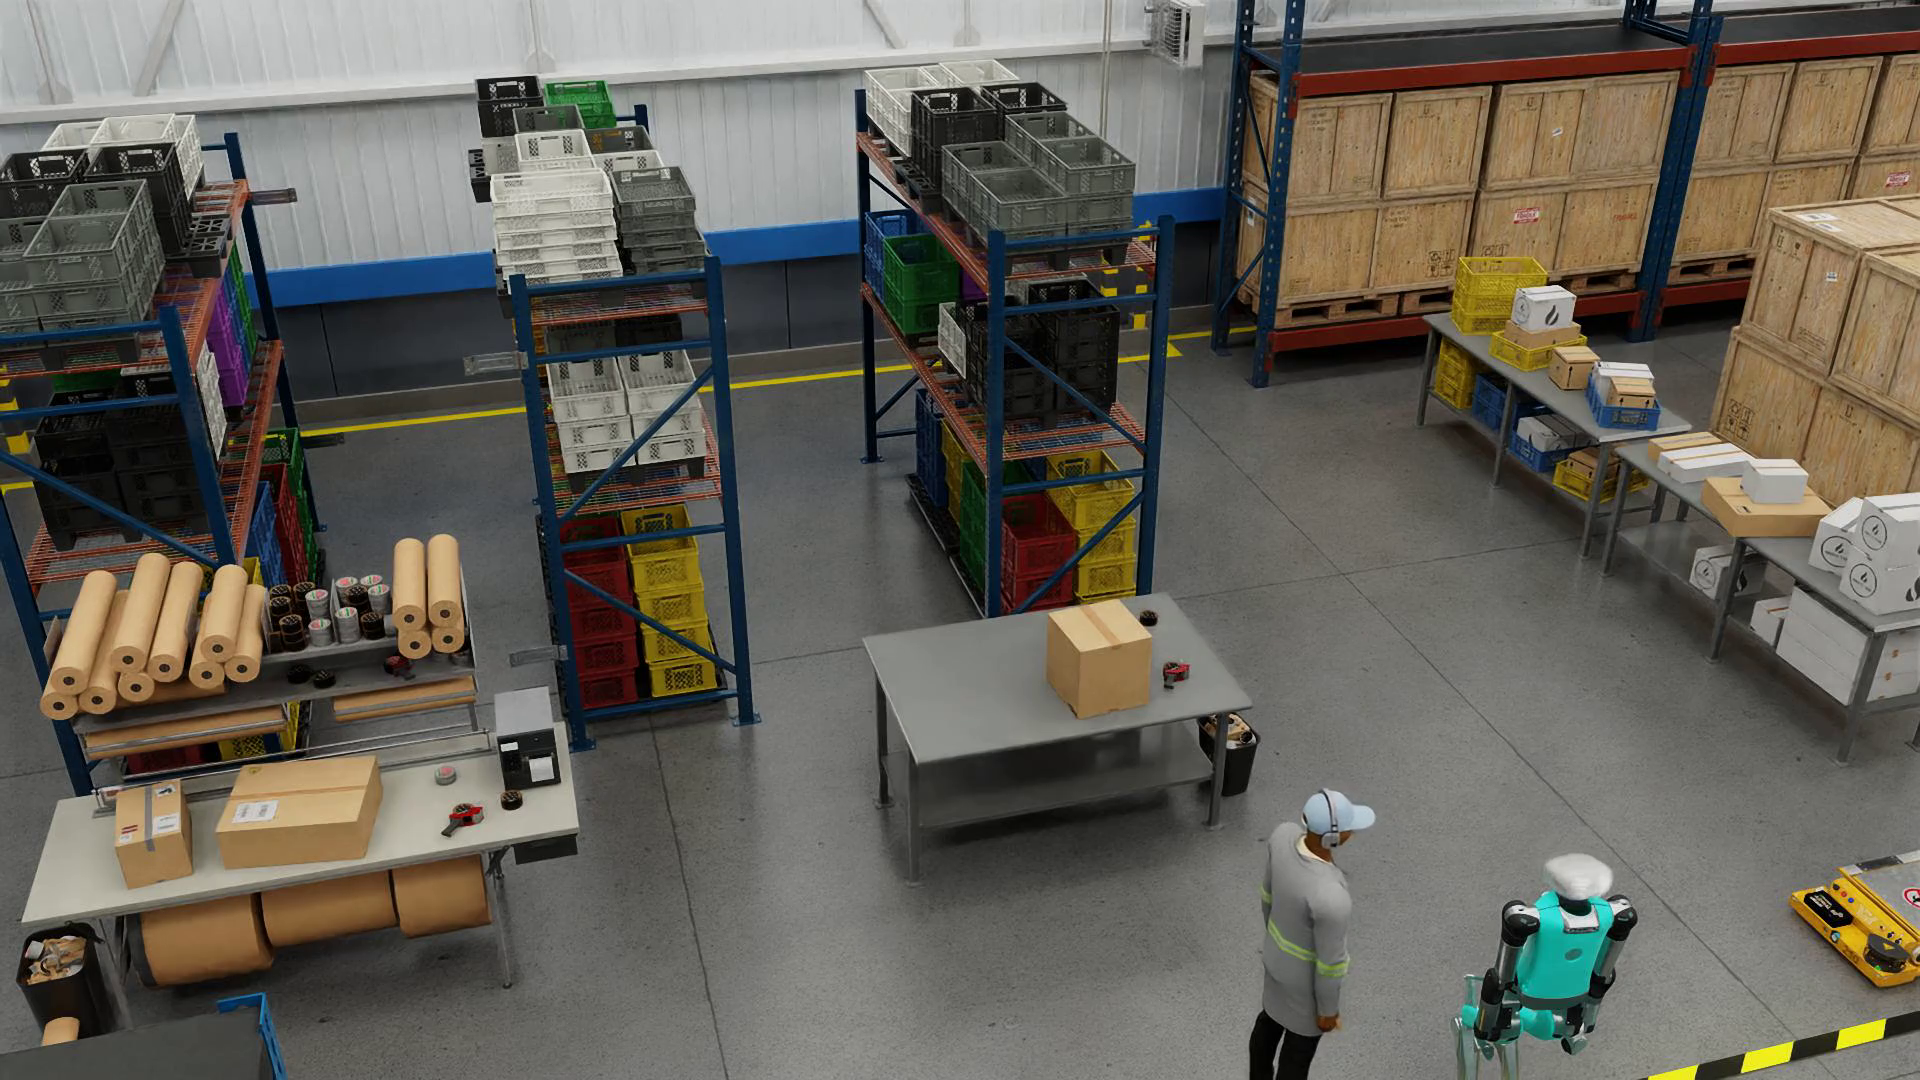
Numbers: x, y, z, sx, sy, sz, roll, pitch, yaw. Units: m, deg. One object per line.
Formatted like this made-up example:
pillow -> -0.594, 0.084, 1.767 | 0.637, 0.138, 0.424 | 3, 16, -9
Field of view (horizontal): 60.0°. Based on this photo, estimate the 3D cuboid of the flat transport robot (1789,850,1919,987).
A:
flat transport robot -> 5.163, 1.916, 8.676 | 1.431, 0.231, 0.659 | -8, 30, -14

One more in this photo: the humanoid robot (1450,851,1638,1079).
humanoid robot -> 2.379, 1.885, 7.063 | 0.533, 1.681, 0.735 | -3, 29, -5

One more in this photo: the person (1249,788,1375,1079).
person -> 1.499, 1.833, 7.182 | 0.399, 1.852, 0.589 | -8, 30, -14
